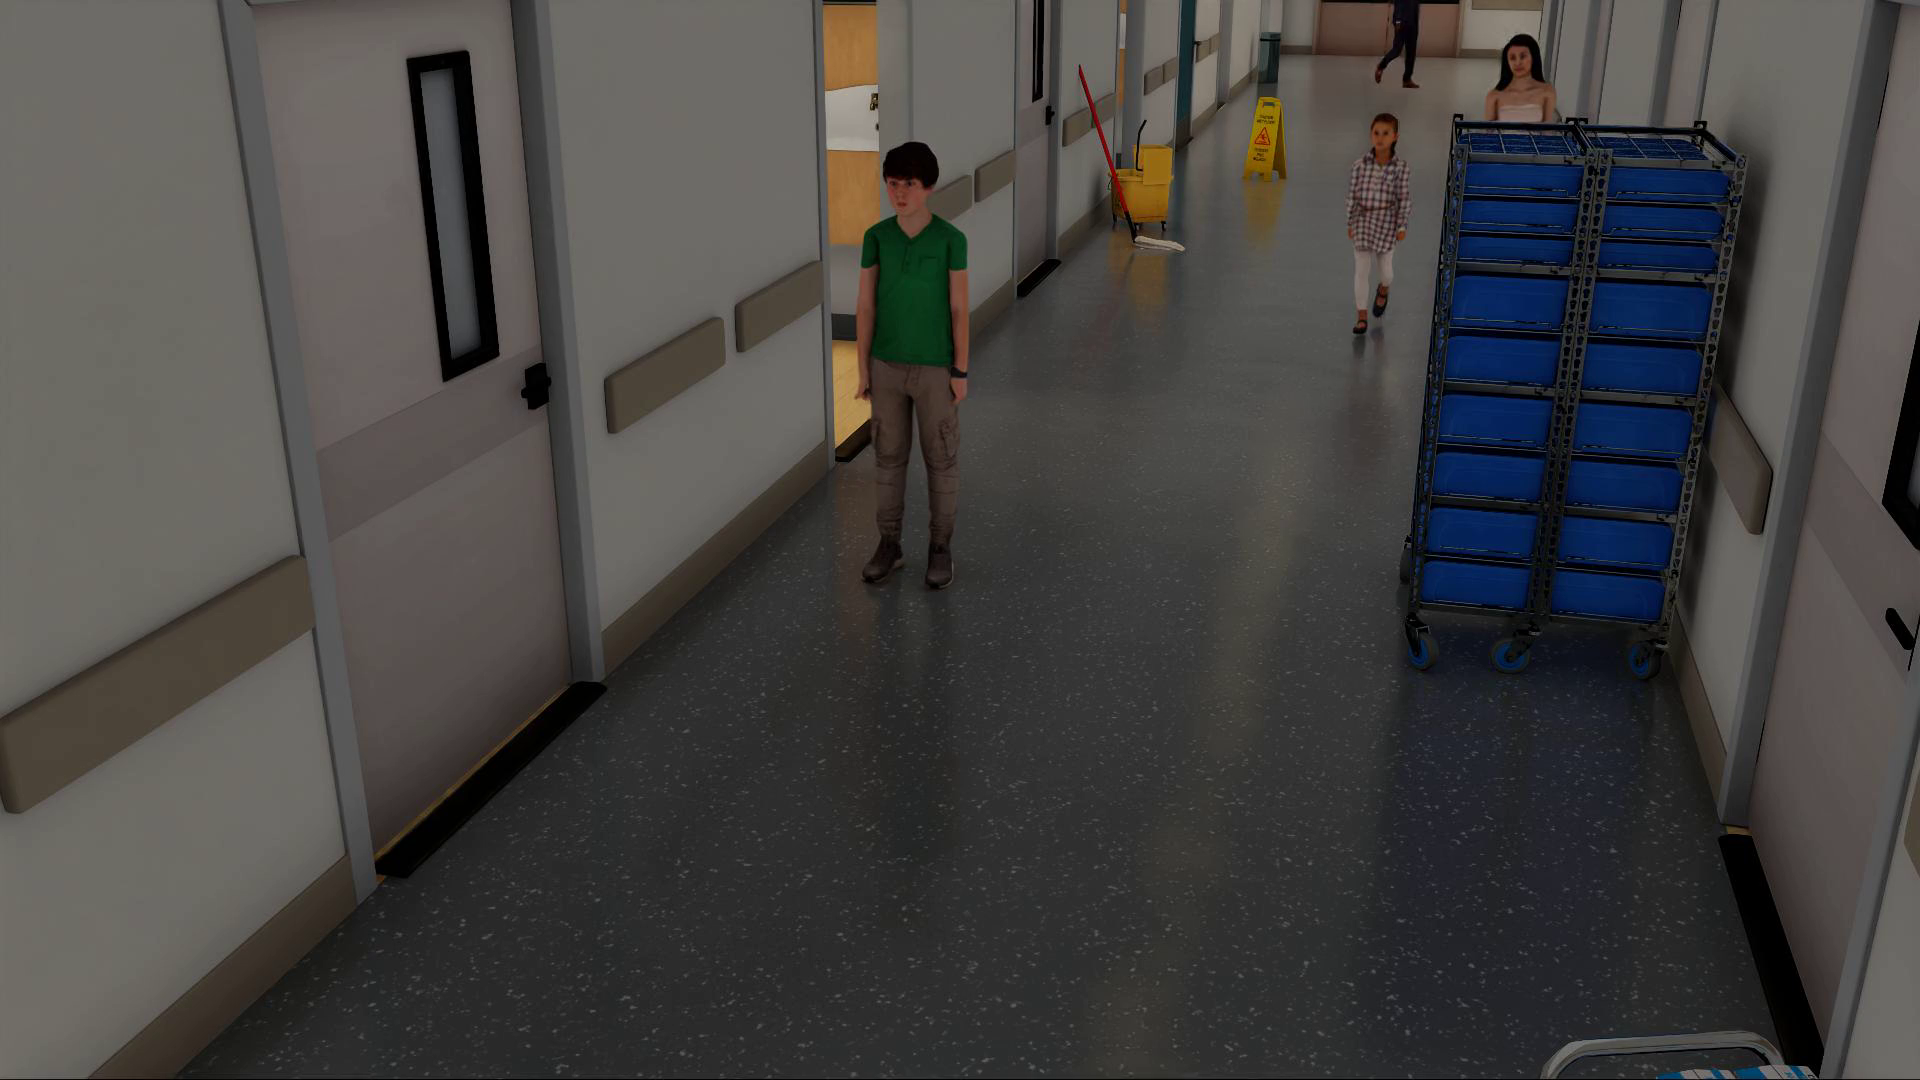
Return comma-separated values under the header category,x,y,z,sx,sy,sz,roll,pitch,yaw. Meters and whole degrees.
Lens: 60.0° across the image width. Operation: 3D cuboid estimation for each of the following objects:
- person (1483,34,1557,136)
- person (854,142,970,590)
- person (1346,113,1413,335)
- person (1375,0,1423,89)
category,x,y,z,sx,sy,sz,roll,pitch,yaw
person,3.413,-2.215,10.238,0.589,1.718,0.559,4,21,11
person,-0.170,-0.648,6.196,0.581,1.651,0.522,4,21,11
person,2.524,-1.916,10.047,0.582,1.295,0.881,8,22,20
person,6.337,-7.422,23.863,1.057,1.805,1.103,-13,25,-31
